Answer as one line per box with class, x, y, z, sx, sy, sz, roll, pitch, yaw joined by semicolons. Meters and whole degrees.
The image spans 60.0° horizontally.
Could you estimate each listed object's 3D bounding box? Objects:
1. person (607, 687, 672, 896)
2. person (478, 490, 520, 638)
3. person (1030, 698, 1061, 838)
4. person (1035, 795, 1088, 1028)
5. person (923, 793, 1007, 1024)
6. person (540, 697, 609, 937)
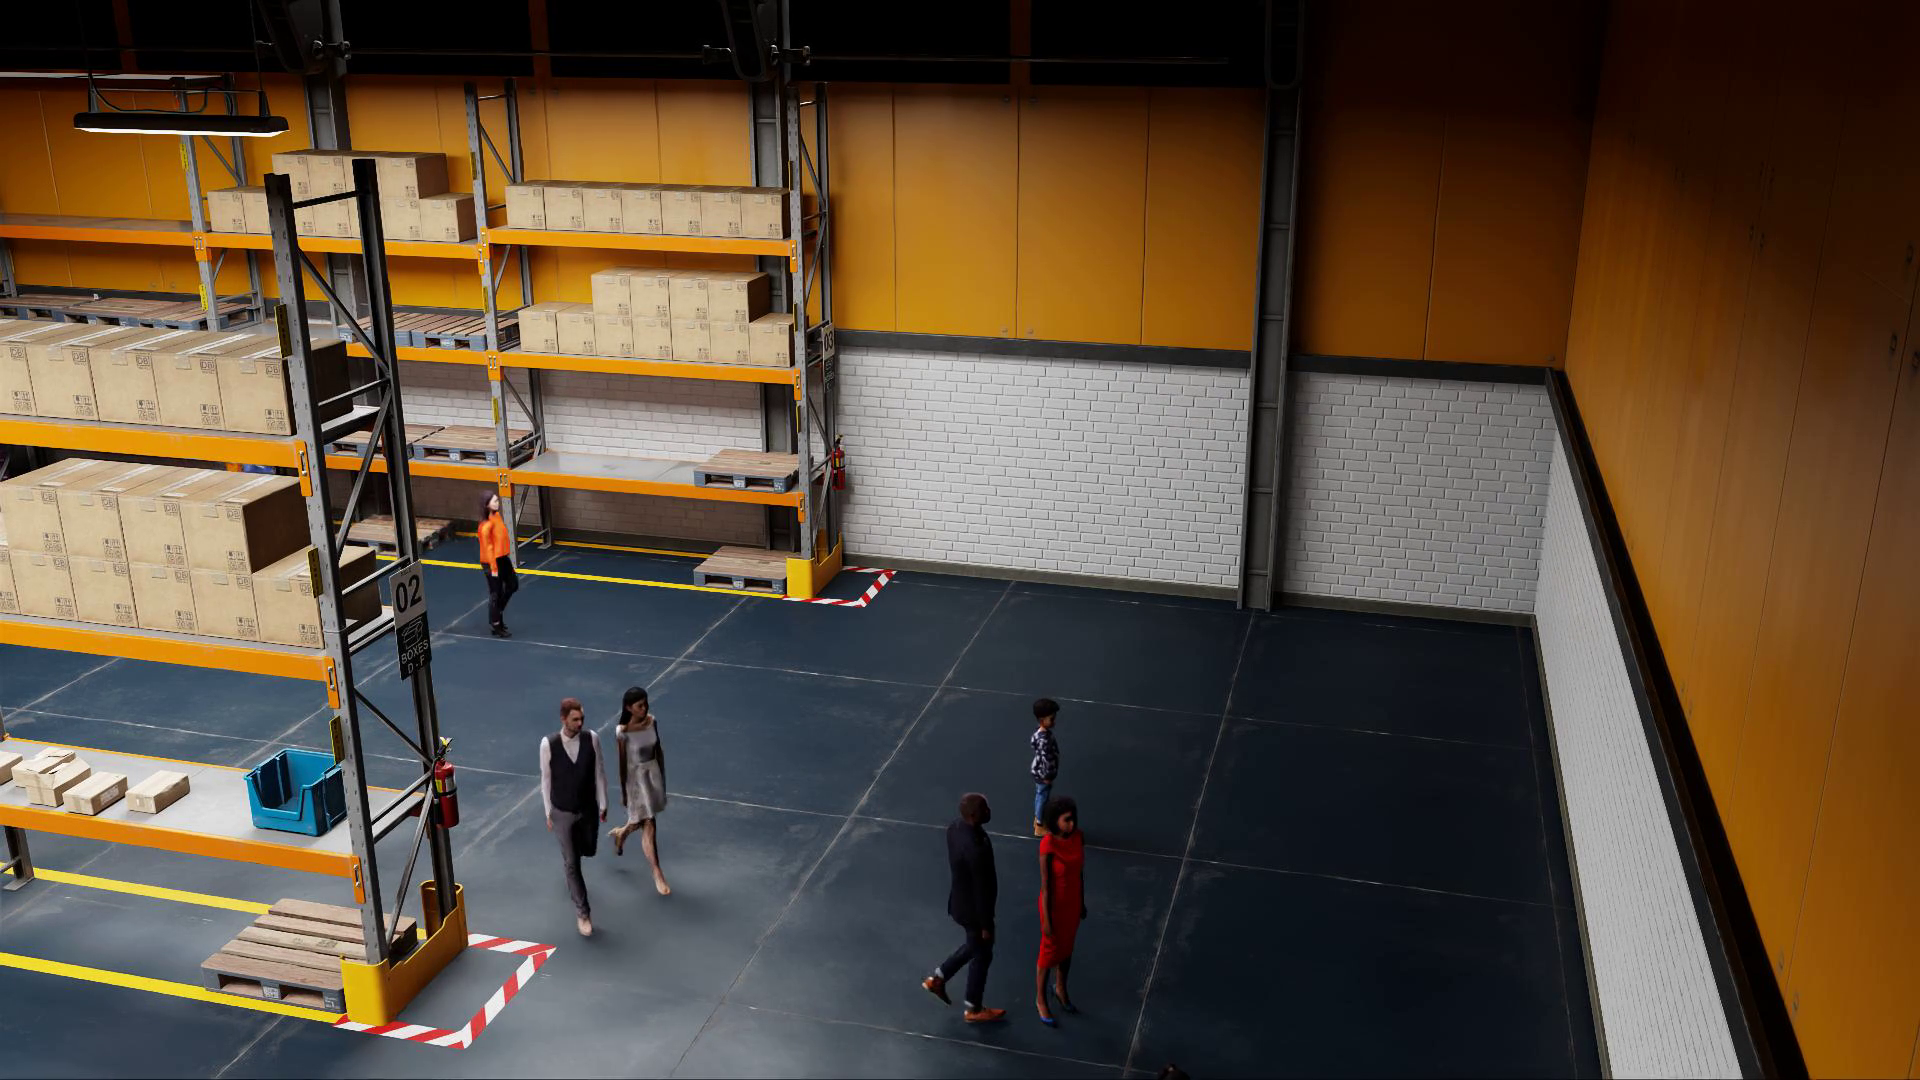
person;-2.650;2.012;13.577;1.120;1.750;0.903;16;24;39
person;-5.320;0.271;18.768;0.643;1.738;0.667;2;19;5
person;0.733;1.972;14.475;0.534;1.254;0.529;1;19;4
person;0.711;2.611;11.810;0.646;1.743;0.656;-17;25;-41
person;0.022;2.610;11.717;0.957;1.805;0.869;-3;19;-9
person;-3.073;2.085;13.113;1.151;1.909;1.180;-9;21;-24
